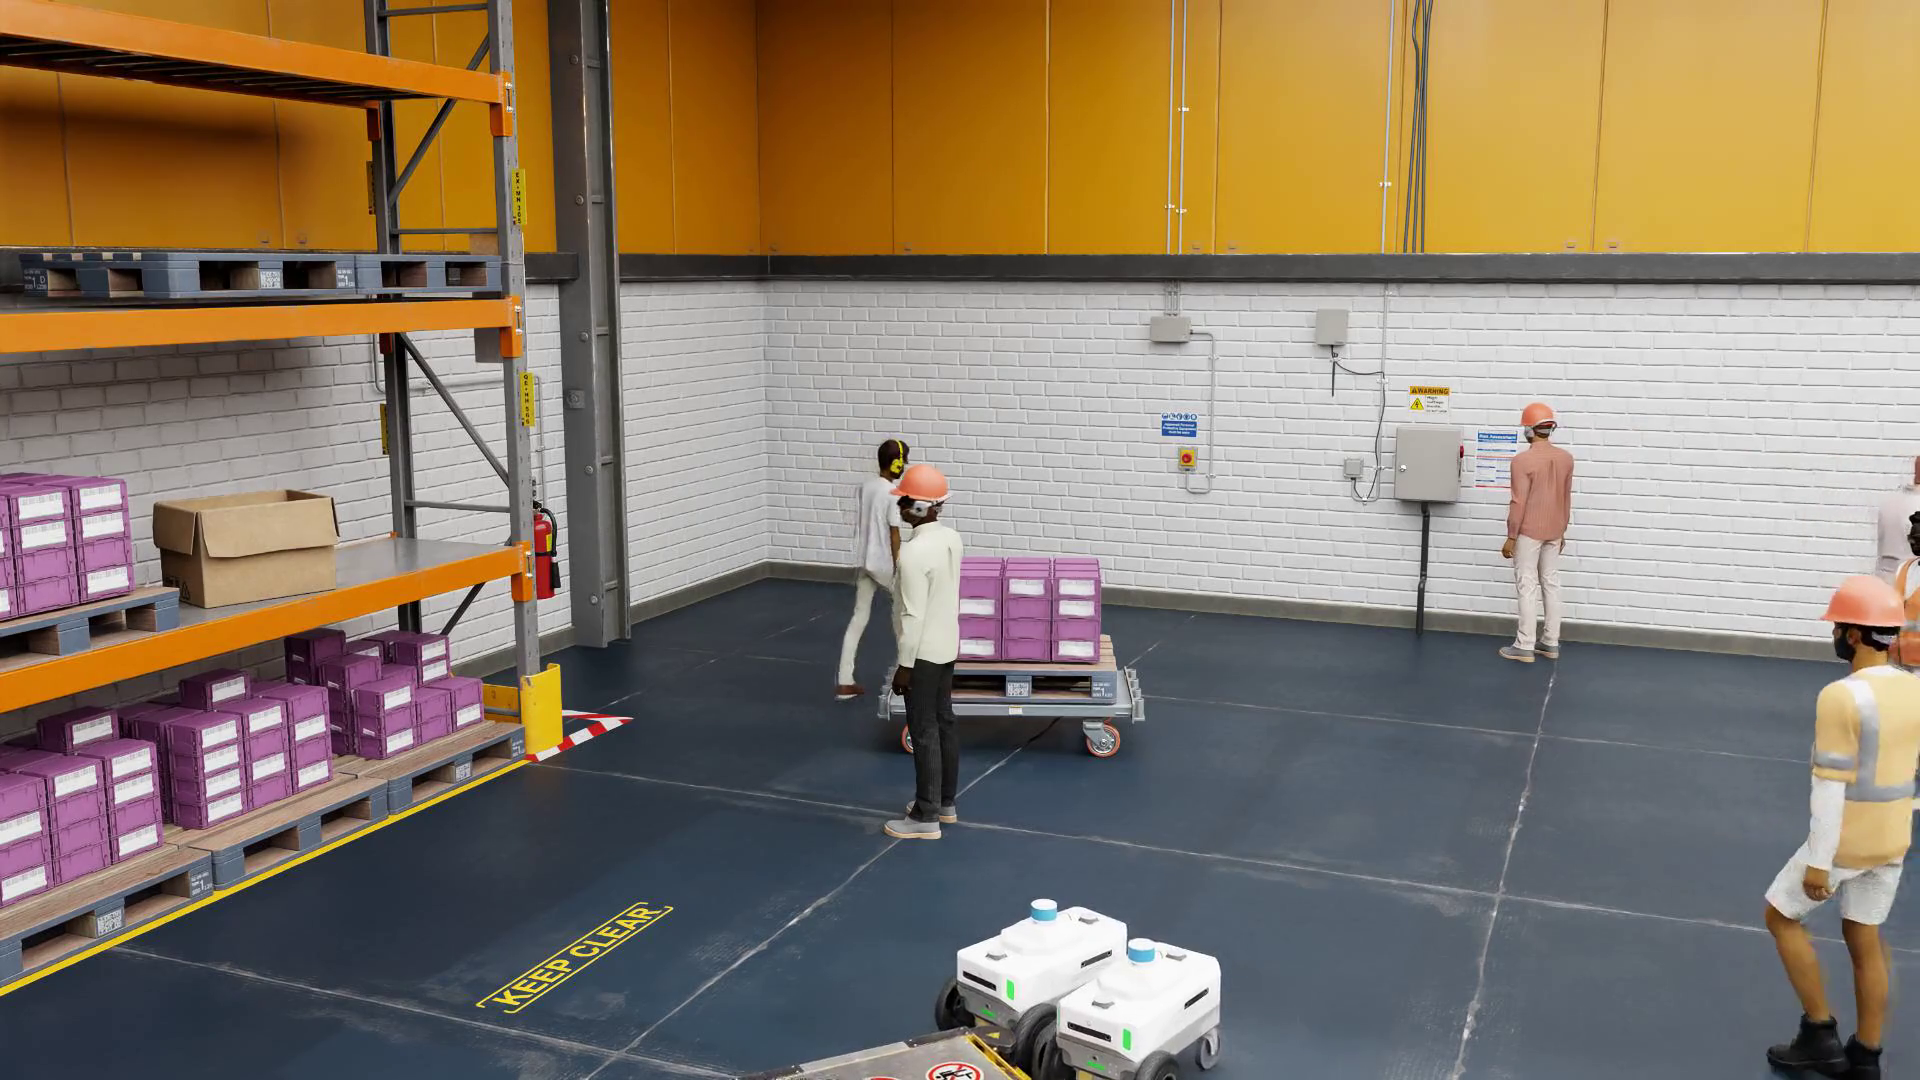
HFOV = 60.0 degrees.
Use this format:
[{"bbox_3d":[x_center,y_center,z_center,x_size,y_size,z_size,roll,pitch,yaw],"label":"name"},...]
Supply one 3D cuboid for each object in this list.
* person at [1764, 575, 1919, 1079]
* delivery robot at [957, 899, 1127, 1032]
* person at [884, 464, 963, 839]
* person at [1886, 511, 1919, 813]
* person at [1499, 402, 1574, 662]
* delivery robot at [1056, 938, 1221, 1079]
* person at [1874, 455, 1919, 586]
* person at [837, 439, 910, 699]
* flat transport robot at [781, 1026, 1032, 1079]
[{"bbox_3d":[3.249,1.077,6.128,0.564,1.915,0.517,-5,10,-26],"label":"person"},{"bbox_3d":[0.329,1.649,6.499,0.707,0.478,0.477,-9,13,-42],"label":"delivery robot"},{"bbox_3d":[-0.186,0.588,8.852,0.375,1.997,0.612,4,10,21],"label":"person"},{"bbox_3d":[5.360,0.666,9.289,0.317,1.696,0.537,-2,10,-13],"label":"person"},{"bbox_3d":[4.421,-0.061,12.799,0.622,1.989,0.399,-5,11,-27],"label":"person"},{"bbox_3d":[0.665,1.712,6.120,0.477,0.478,0.707,7,12,37],"label":"delivery robot"},{"bbox_3d":[6.067,0.371,10.479,0.493,1.888,0.660,0,9,3],"label":"person"},{"bbox_3d":[-0.512,0.202,11.728,0.894,1.817,0.663,-8,12,-39],"label":"person"},{"bbox_3d":[-0.343,1.982,5.626,1.431,0.197,0.652,-5,10,-26],"label":"flat transport robot"}]
